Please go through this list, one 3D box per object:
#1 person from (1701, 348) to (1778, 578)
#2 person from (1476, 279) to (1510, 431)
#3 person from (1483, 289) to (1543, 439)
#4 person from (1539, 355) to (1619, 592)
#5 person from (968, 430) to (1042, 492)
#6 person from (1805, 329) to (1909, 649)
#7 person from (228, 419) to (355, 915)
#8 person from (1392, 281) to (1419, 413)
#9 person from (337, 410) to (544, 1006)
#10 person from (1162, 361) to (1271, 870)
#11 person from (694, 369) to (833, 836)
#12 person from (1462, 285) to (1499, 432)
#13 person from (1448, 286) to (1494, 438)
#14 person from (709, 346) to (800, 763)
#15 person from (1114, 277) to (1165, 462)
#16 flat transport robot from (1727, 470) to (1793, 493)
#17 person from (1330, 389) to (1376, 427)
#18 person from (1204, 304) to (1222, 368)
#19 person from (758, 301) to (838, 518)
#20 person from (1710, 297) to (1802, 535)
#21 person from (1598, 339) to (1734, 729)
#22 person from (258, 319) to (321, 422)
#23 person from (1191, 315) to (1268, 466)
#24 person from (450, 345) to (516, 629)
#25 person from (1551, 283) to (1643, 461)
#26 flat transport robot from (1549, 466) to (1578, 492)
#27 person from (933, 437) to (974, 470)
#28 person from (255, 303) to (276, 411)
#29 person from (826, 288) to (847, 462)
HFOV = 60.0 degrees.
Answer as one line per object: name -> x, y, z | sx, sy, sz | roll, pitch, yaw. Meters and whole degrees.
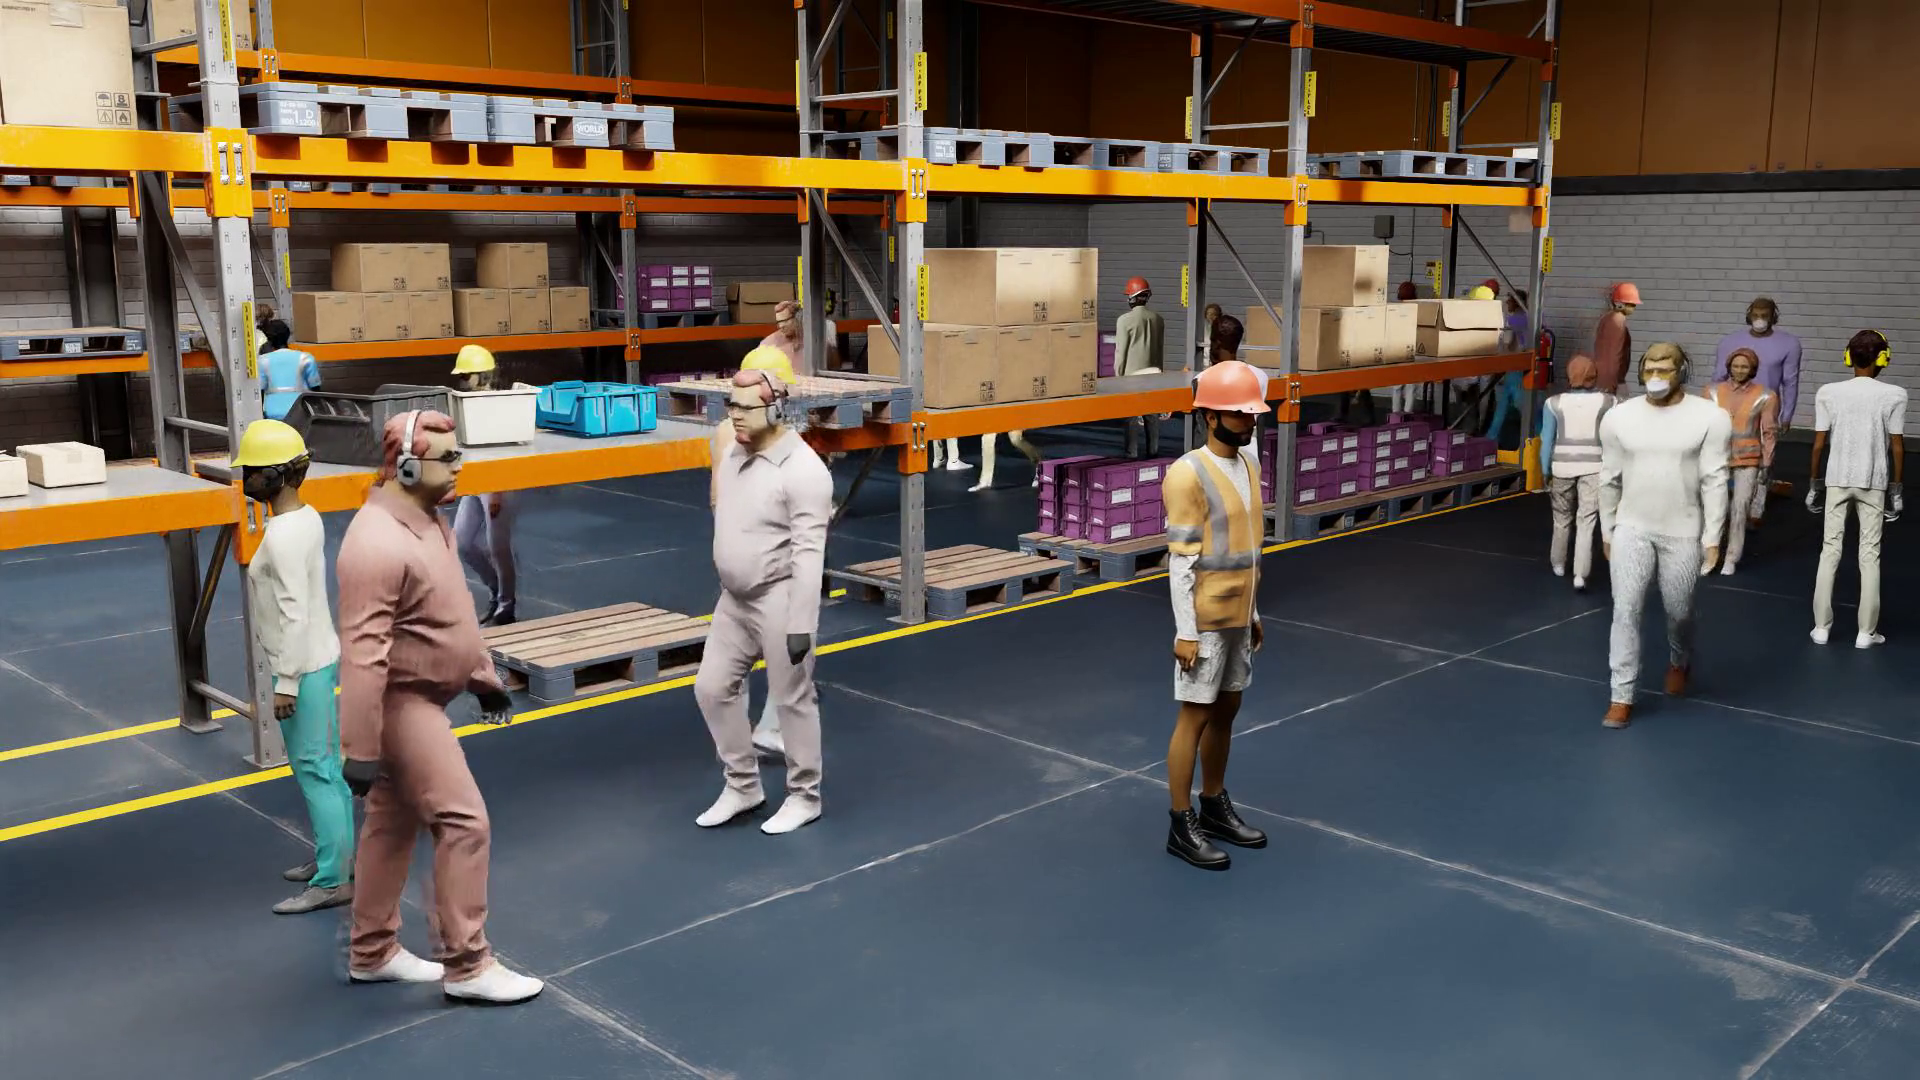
person -> 5.397, -0.527, 11.636 | 0.547, 1.615, 0.587 | 7, 13, 35
person -> 6.386, -2.226, 20.240 | 0.558, 1.868, 0.869 | 8, 13, 37
person -> 6.319, -1.931, 18.840 | 0.955, 1.803, 0.580 | 10, 14, 42
person -> 4.238, -0.462, 11.396 | 0.514, 1.595, 0.872 | 4, 11, 23
person -> 0.468, -1.263, 15.750 | 0.815, 1.598, 0.508 | -6, 12, -31
person -> 5.246, -0.295, 9.747 | 0.521, 1.861, 0.327 | 7, 13, 35
person -> -2.385, 0.450, 5.940 | 0.327, 1.767, 0.533 | -2, 11, -13
person -> 5.482, -2.245, 20.436 | 0.578, 1.857, 0.934 | 4, 11, 19
person -> -1.623, 0.531, 5.204 | 0.772, 1.878, 0.676 | -2, 11, -9
person -> 1.008, 0.281, 6.390 | 0.356, 1.937, 0.552 | 9, 13, 39
person -> -0.820, 0.267, 6.603 | 0.634, 1.882, 0.685 | -9, 14, -41
person -> 6.326, -2.197, 20.256 | 0.636, 1.813, 0.665 | 4, 11, 19
person -> 5.131, -1.656, 17.075 | 0.668, 1.898, 0.615 | 1, 10, 8
person -> -0.912, 0.080, 7.569 | 0.604, 1.907, 0.481 | 9, 14, 42
person -> 1.811, -1.678, 16.965 | 0.607, 1.987, 0.409 | -8, 13, -36
flat transport robot -> 6.975, -0.579, 15.630 | 1.431, 0.197, 0.652 | -2, 11, -8
person -> 4.053, -1.564, 16.799 | 0.941, 1.798, 0.510 | -6, 12, -29
person -> 2.851, -1.876, 18.999 | 0.540, 1.614, 0.674 | 3, 11, 18
person -> -1.371, -1.072, 13.973 | 0.672, 1.868, 0.464 | -1, 10, -8
person -> 6.404, -1.000, 13.490 | 0.641, 1.896, 0.967 | 7, 13, 34
person -> 3.507, -0.055, 8.323 | 0.632, 1.909, 0.907 | 6, 12, 31
person -> -5.896, -1.097, 14.628 | 0.555, 1.688, 0.318 | -2, 11, -9
person -> 1.655, -0.425, 10.296 | 0.597, 1.917, 0.375 | -8, 13, -37
person -> -2.882, -0.301, 10.054 | 0.368, 1.750, 0.549 | -9, 13, -39
person -> 6.528, -1.636, 16.895 | 1.004, 1.944, 0.624 | 0, 10, -2
flat transport robot -> 5.994, -0.502, 15.213 | 0.652, 0.197, 1.431 | -2, 11, -8
person -> -0.101, -1.654, 17.144 | 0.329, 1.868, 0.512 | -8, 13, -36
person -> -6.411, -1.279, 15.335 | 0.627, 1.797, 0.923 | 9, 13, 39
person -> -1.363, -1.732, 17.637 | 0.719, 1.839, 0.548 | -8, 13, -37
